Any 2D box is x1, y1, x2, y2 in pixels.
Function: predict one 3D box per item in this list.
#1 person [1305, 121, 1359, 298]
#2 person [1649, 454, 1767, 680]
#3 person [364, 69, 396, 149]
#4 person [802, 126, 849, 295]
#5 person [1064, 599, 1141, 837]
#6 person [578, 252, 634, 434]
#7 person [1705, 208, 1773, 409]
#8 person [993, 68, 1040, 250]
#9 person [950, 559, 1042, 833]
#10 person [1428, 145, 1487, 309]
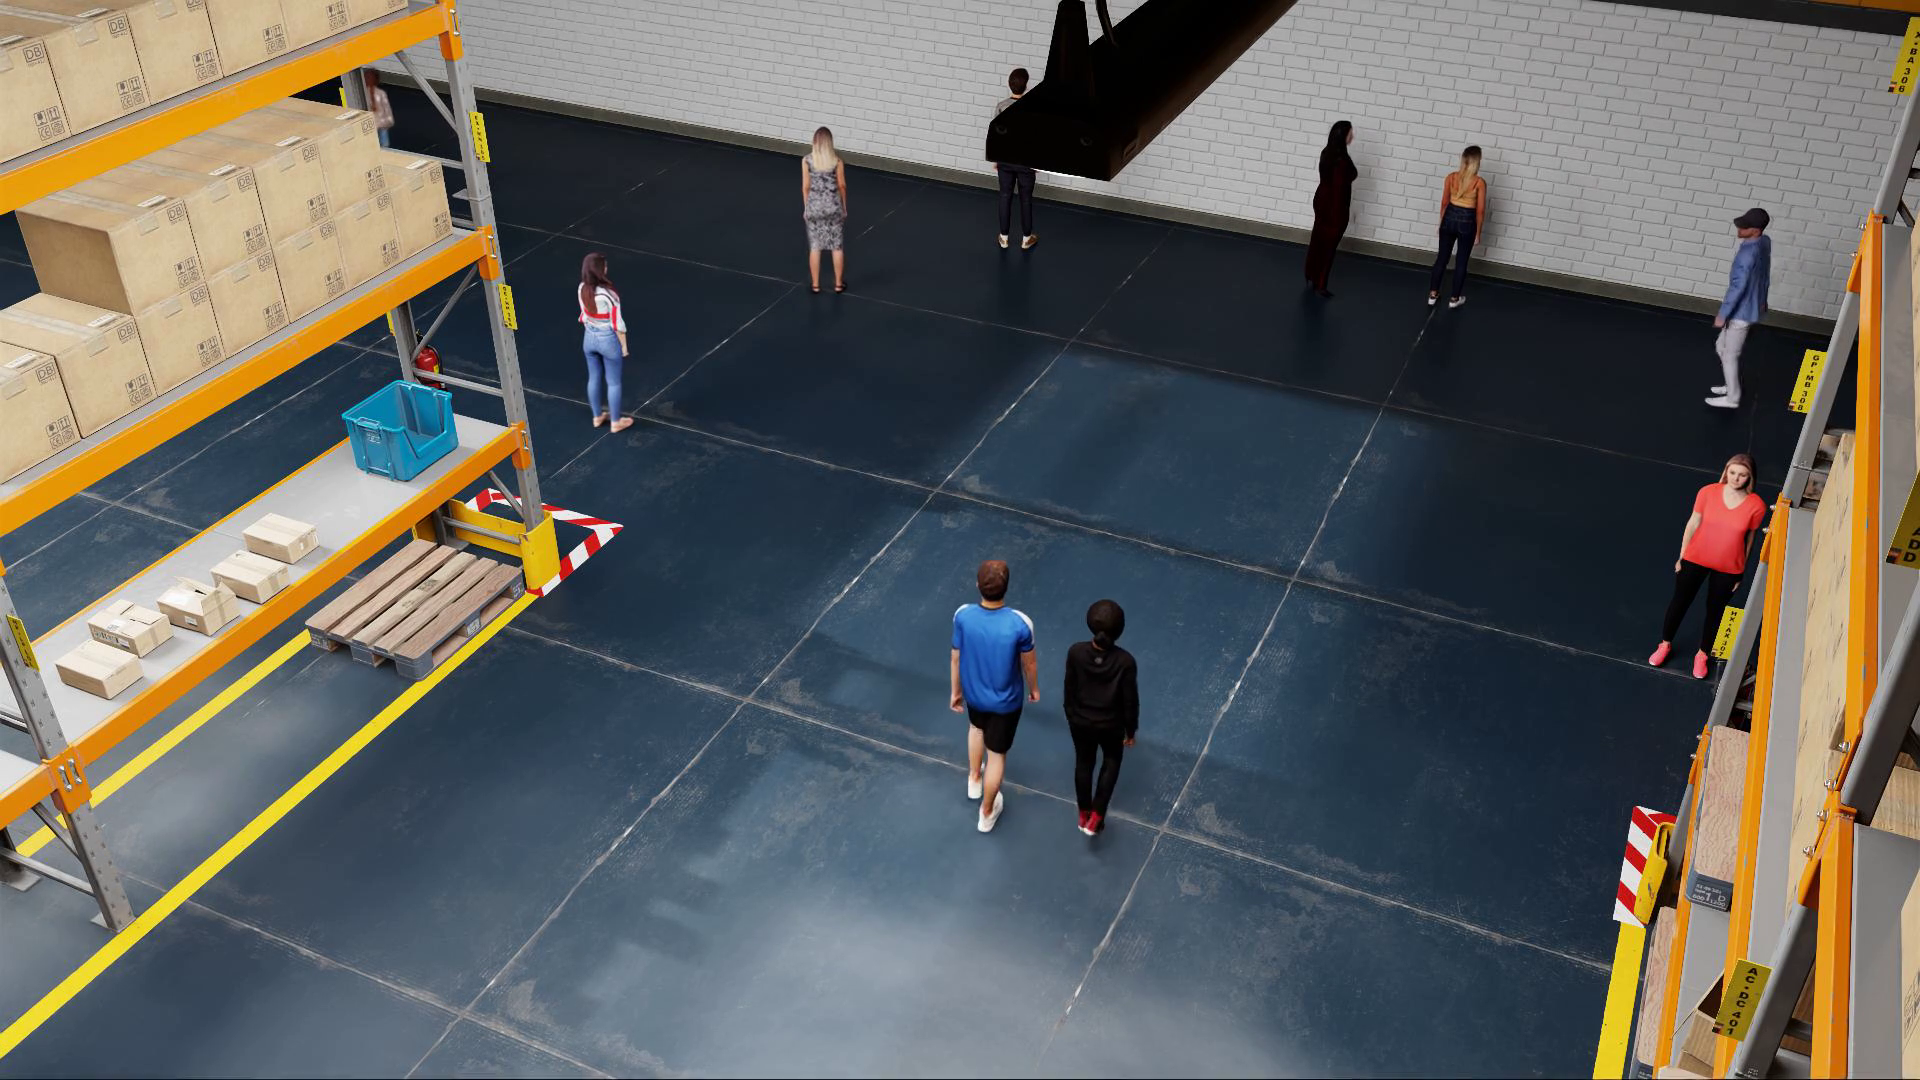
[{"bbox_3d":[3.639,-3.272,16.367,0.834,1.756,0.733,-3,34,-5],"label":"person"},{"bbox_3d":[5.092,0.160,11.259,0.600,1.695,0.540,17,37,24],"label":"person"},{"bbox_3d":[-6.750,-4.838,19.236,0.590,1.188,0.636,0,34,0],"label":"person"},{"bbox_3d":[-1.325,-3.220,16.336,0.649,1.702,0.632,0,34,0],"label":"person"},{"bbox_3d":[0.795,1.120,9.845,0.681,1.660,0.714,8,34,11],"label":"person"},{"bbox_3d":[-3.036,-1.678,14.099,0.583,1.610,0.492,15,36,21],"label":"person"},{"bbox_3d":[6.797,-1.968,14.321,0.661,1.848,0.802,-26,42,-33],"label":"person"},{"bbox_3d":[0.590,-3.956,17.270,0.712,1.895,0.643,6,34,9],"label":"person"},{"bbox_3d":[0.169,0.974,9.893,0.699,1.850,0.803,11,35,16],"label":"person"},{"bbox_3d":[4.822,-3.026,16.110,0.637,1.631,0.710,23,40,30],"label":"person"}]
